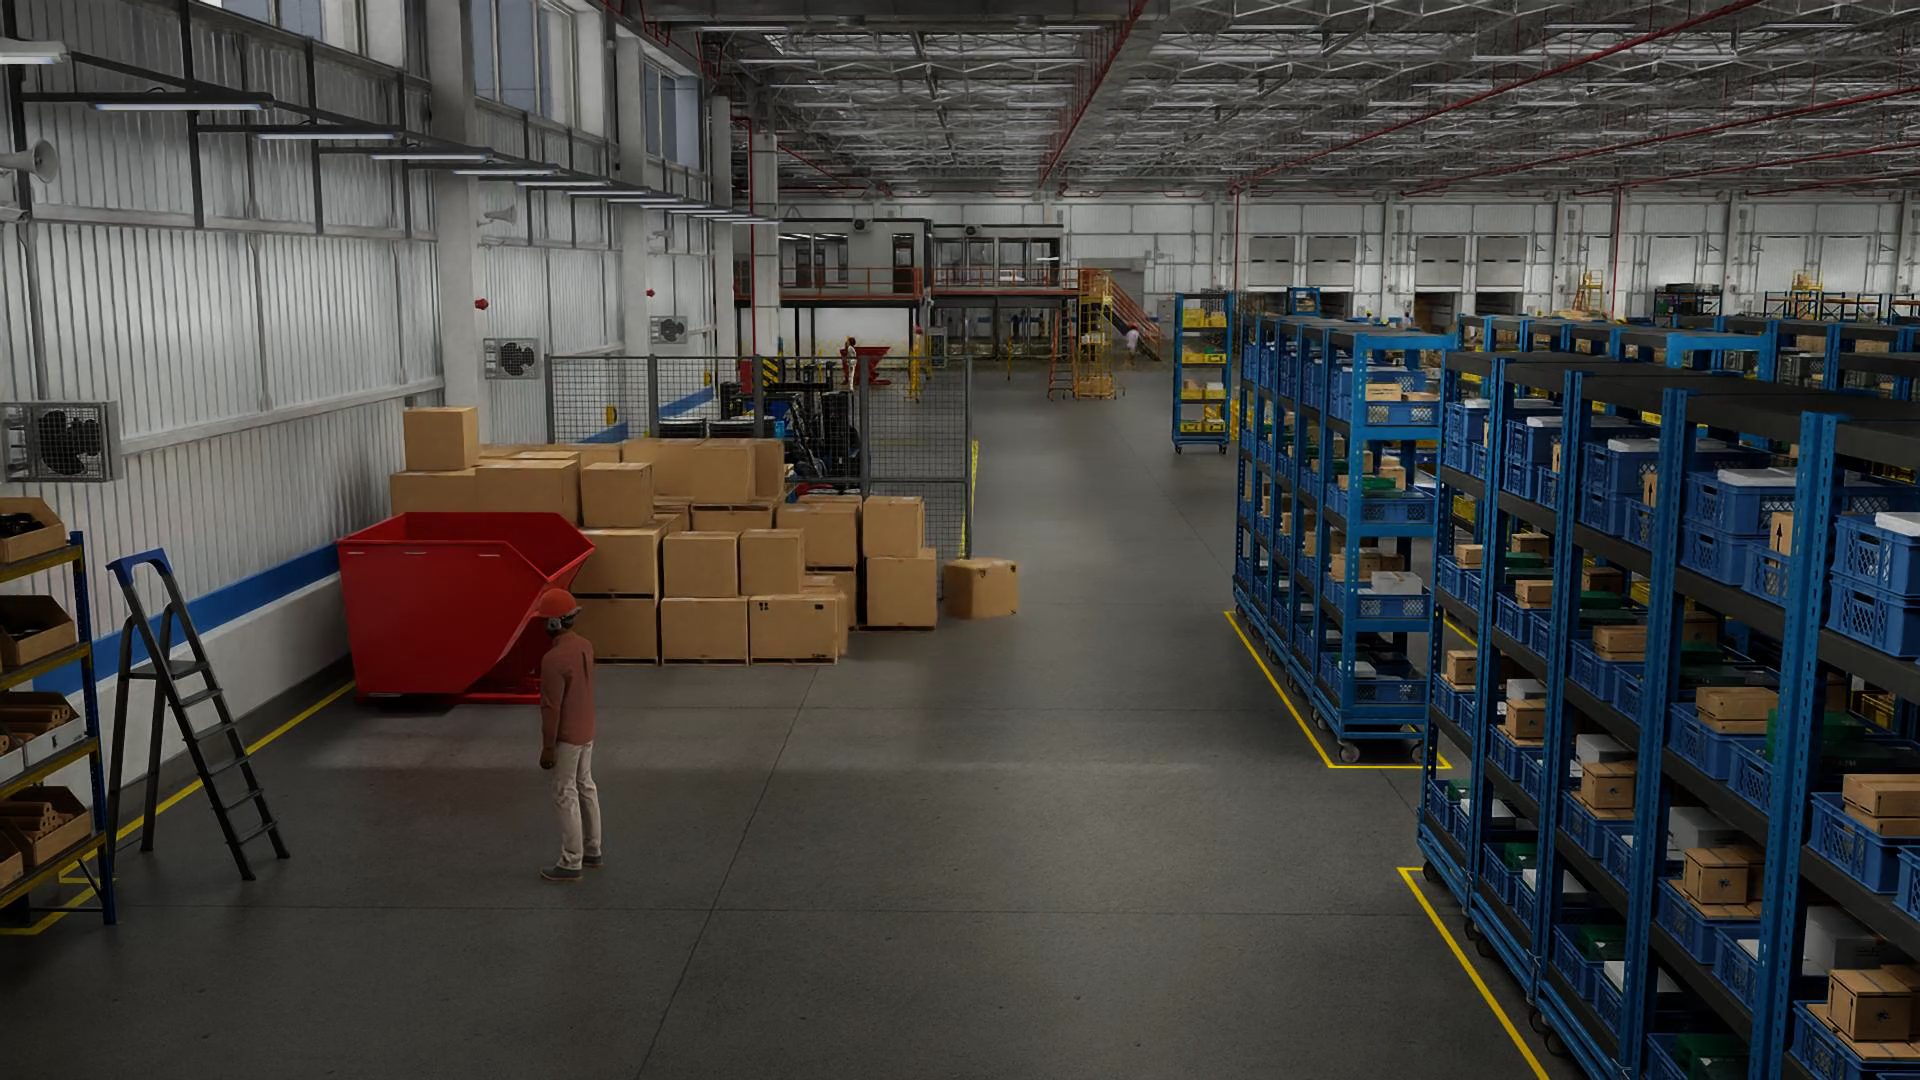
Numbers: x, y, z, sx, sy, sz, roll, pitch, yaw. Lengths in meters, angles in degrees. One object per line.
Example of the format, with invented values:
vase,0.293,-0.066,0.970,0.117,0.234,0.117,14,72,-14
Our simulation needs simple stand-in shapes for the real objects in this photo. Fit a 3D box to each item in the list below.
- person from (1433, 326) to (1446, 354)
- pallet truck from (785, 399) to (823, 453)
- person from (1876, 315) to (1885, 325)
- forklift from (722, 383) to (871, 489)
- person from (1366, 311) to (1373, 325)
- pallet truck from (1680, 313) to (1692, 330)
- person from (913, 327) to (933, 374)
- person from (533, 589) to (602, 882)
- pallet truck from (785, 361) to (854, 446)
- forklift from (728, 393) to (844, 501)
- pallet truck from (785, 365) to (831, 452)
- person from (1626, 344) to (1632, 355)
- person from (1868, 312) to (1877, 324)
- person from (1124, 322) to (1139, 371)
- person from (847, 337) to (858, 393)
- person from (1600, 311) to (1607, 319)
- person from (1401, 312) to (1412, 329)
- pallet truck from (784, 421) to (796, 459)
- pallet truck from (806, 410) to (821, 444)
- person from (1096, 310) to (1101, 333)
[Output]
person,18.333,-7.199,63.553,1.022,2.000,0.682,2,9,13
pallet truck,-3.814,-2.432,36.419,1.630,1.274,0.653,0,9,1
person,49.878,-11.340,90.161,0.892,1.701,0.487,-8,12,-41
forklift,-2.893,-1.687,28.729,2.680,1.987,1.157,0,9,-1
person,22.674,-11.742,92.121,1.049,1.867,0.586,5,10,27
pallet truck,36.315,-10.531,84.244,0.823,1.965,1.885,-6,11,-33
person,-1.581,-7.480,65.761,0.996,1.883,0.566,-2,9,-13
person,-2.666,1.310,11.257,0.401,1.987,0.609,2,9,10
pallet truck,-3.410,-3.193,38.978,1.885,1.965,0.823,0,9,-1
forklift,-2.979,-1.316,26.476,2.680,1.987,1.157,0,9,1
pallet truck,-3.774,-2.976,37.635,1.885,1.965,0.823,1,9,5
person,25.497,-7.170,63.735,0.519,1.921,0.628,4,10,21
person,50.206,-11.606,91.464,0.935,1.799,0.538,-5,10,-28
person,6.984,-7.912,68.066,0.842,2.008,0.630,-8,12,-42
person,-3.616,-5.857,55.765,0.353,1.883,0.578,0,9,1
person,33.959,-11.102,87.805,0.469,1.980,0.641,5,10,27
person,24.767,-11.683,91.945,0.649,1.792,0.940,-7,12,-37
pallet truck,-4.013,-1.793,32.705,1.601,1.201,0.680,0,9,1
pallet truck,-3.559,-2.018,33.905,1.522,1.261,0.704,0,9,-1
person,7.786,-11.948,93.336,0.565,1.883,1.016,-6,11,-32
